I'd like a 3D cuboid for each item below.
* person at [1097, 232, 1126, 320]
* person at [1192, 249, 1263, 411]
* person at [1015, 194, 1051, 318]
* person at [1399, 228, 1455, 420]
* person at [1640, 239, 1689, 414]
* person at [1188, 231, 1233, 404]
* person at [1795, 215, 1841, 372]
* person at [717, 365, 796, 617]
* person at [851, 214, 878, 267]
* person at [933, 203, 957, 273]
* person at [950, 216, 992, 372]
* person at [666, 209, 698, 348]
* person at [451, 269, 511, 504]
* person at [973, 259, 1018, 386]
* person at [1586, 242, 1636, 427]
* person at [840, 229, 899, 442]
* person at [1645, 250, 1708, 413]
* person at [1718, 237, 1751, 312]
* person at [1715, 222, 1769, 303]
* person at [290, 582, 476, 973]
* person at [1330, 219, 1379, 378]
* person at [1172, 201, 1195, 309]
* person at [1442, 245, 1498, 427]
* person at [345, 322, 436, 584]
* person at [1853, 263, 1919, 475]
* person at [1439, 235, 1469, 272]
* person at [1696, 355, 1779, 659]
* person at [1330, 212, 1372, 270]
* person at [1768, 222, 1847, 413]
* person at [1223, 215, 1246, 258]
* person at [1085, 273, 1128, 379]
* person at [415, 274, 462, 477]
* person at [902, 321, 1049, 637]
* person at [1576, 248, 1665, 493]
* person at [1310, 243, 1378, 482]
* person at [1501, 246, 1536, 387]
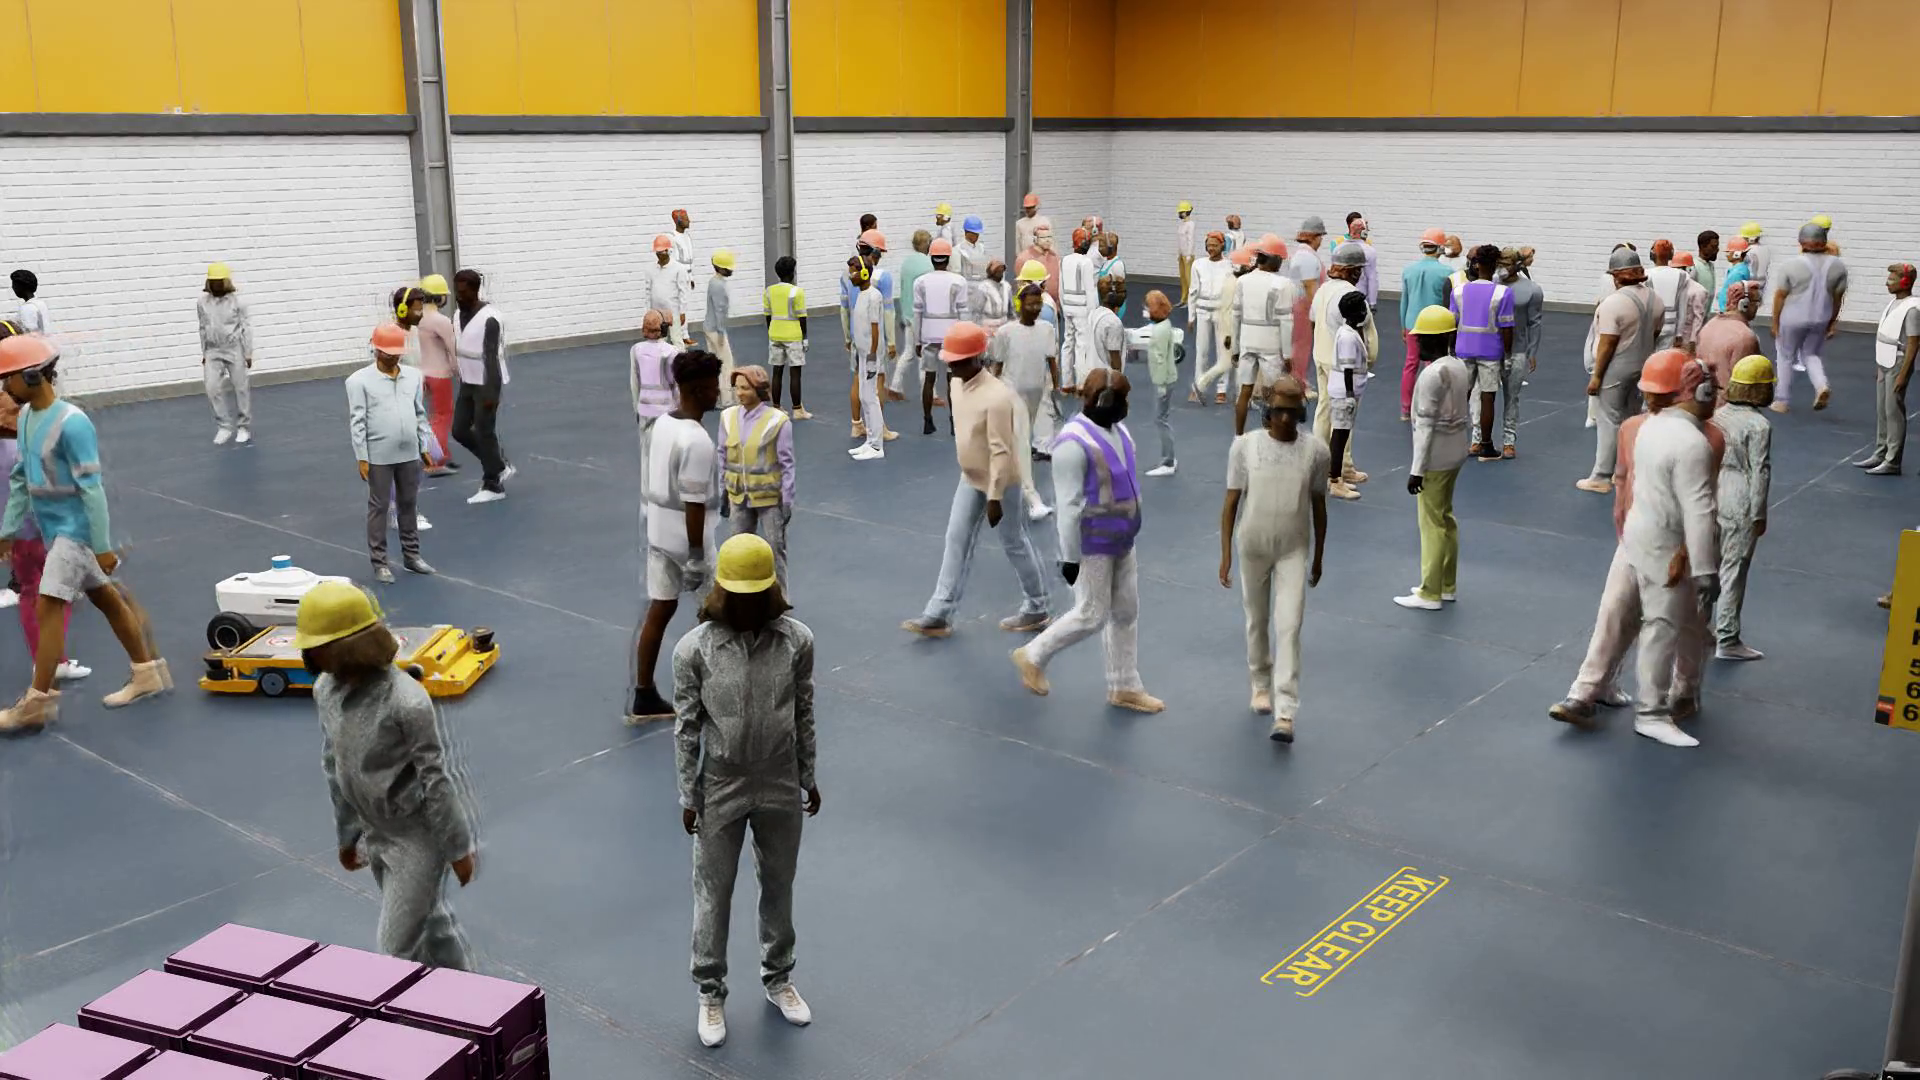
[{"bbox_3d":[1.682,-2.536,18.721,0.345,1.839,0.504,-3,14,-10],"label":"person"},{"bbox_3d":[2.903,-2.253,17.808,0.733,1.728,0.570,10,17,34],"label":"person"},{"bbox_3d":[1.165,-4.432,26.077,0.621,1.957,0.992,5,15,18],"label":"person"},{"bbox_3d":[4.791,-2.187,17.032,0.404,1.986,0.602,-13,19,-41],"label":"person"},{"bbox_3d":[7.099,-2.122,16.969,0.584,1.883,0.337,0,14,-2],"label":"person"},{"bbox_3d":[2.778,-2.432,18.211,0.583,1.882,0.337,6,15,23],"label":"person"},{"bbox_3d":[10.583,-3.045,20.599,0.582,1.918,0.393,-7,16,-26],"label":"person"},{"bbox_3d":[-1.214,-0.230,9.909,0.523,1.638,0.310,7,16,25],"label":"person"},{"bbox_3d":[-1.211,-3.175,21.126,0.394,1.911,0.592,-6,15,-23],"label":"person"},{"bbox_3d":[-0.247,-4.229,25.496,0.404,1.831,0.600,0,14,1],"label":"person"},{"bbox_3d":[0.130,-2.993,20.361,0.420,1.932,0.622,11,18,38],"label":"person"},{"bbox_3d":[-3.821,-3.578,22.789,0.337,1.882,0.585,5,15,19],"label":"person"},{"bbox_3d":[-3.885,-1.239,13.427,0.593,1.897,0.437,13,19,42],"label":"person"},{"bbox_3d":[0.389,-2.267,18.141,0.829,1.584,0.581,11,18,37],"label":"person"},{"bbox_3d":[6.530,-2.025,16.613,0.325,1.871,0.516,-3,14,-12],"label":"person"},{"bbox_3d":[-0.851,-1.961,16.015,0.616,2.036,0.385,10,17,36],"label":"person"},{"bbox_3d":[7.384,-2.112,17.195,0.324,1.752,0.561,-9,17,-32],"label":"person"},{"bbox_3d":[8.868,-2.598,19.137,0.335,1.749,0.575,7,16,26],"label":"person"},{"bbox_3d":[9.951,-3.136,21.188,0.601,1.811,0.522,-13,19,-41],"label":"person"},{"bbox_3d":[-1.778,0.939,5.117,0.500,1.695,0.740,10,17,35],"label":"person"},{"bbox_3d":[4.776,-2.908,20.065,0.409,1.907,0.651,-12,18,-40],"label":"person"},{"bbox_3d":[3.738,-4.741,27.687,0.339,1.762,0.525,-4,14,-14],"label":"person"},{"bbox_3d":[5.105,-2.008,16.602,0.626,1.844,0.429,0,14,0],"label":"person"},{"bbox_3d":[-3.785,-0.591,11.136,0.338,1.742,0.563,11,18,37],"label":"person"},{"bbox_3d":[8.160,-1.483,14.496,0.374,1.843,0.575,3,14,11],"label":"person"},{"bbox_3d":[6.255,-3.075,21.286,0.507,1.631,0.280,7,16,26],"label":"person"},{"bbox_3d":[4.457,-0.192,9.545,0.308,1.744,0.485,-3,14,-12],"label":"person"},{"bbox_3d":[5.009,-3.250,21.418,0.597,1.919,0.373,-6,15,-24],"label":"person"},{"bbox_3d":[8.887,-2.340,17.525,0.694,2.000,0.653,0,14,-1],"label":"person"},{"bbox_3d":[4.280,-4.262,26.035,0.312,1.632,0.519,13,19,41],"label":"person"},{"bbox_3d":[1.190,-1.235,13.506,0.327,1.843,0.514,-5,15,-20],"label":"person"},{"bbox_3d":[-4.467,-1.430,14.484,0.540,1.752,0.562,12,18,40],"label":"person"},{"bbox_3d":[0.110,-0.341,9.795,1.020,1.910,0.648,-9,16,-31],"label":"person"},{"bbox_3d":[5.456,-1.422,13.855,0.674,2.000,0.535,-8,16,-30],"label":"person"},{"bbox_3d":[3.319,-1.530,14.287,0.538,2.000,0.689,-4,15,-16],"label":"person"},{"bbox_3d":[6.495,-2.594,19.359,0.309,1.637,0.515,10,17,35],"label":"person"}]
